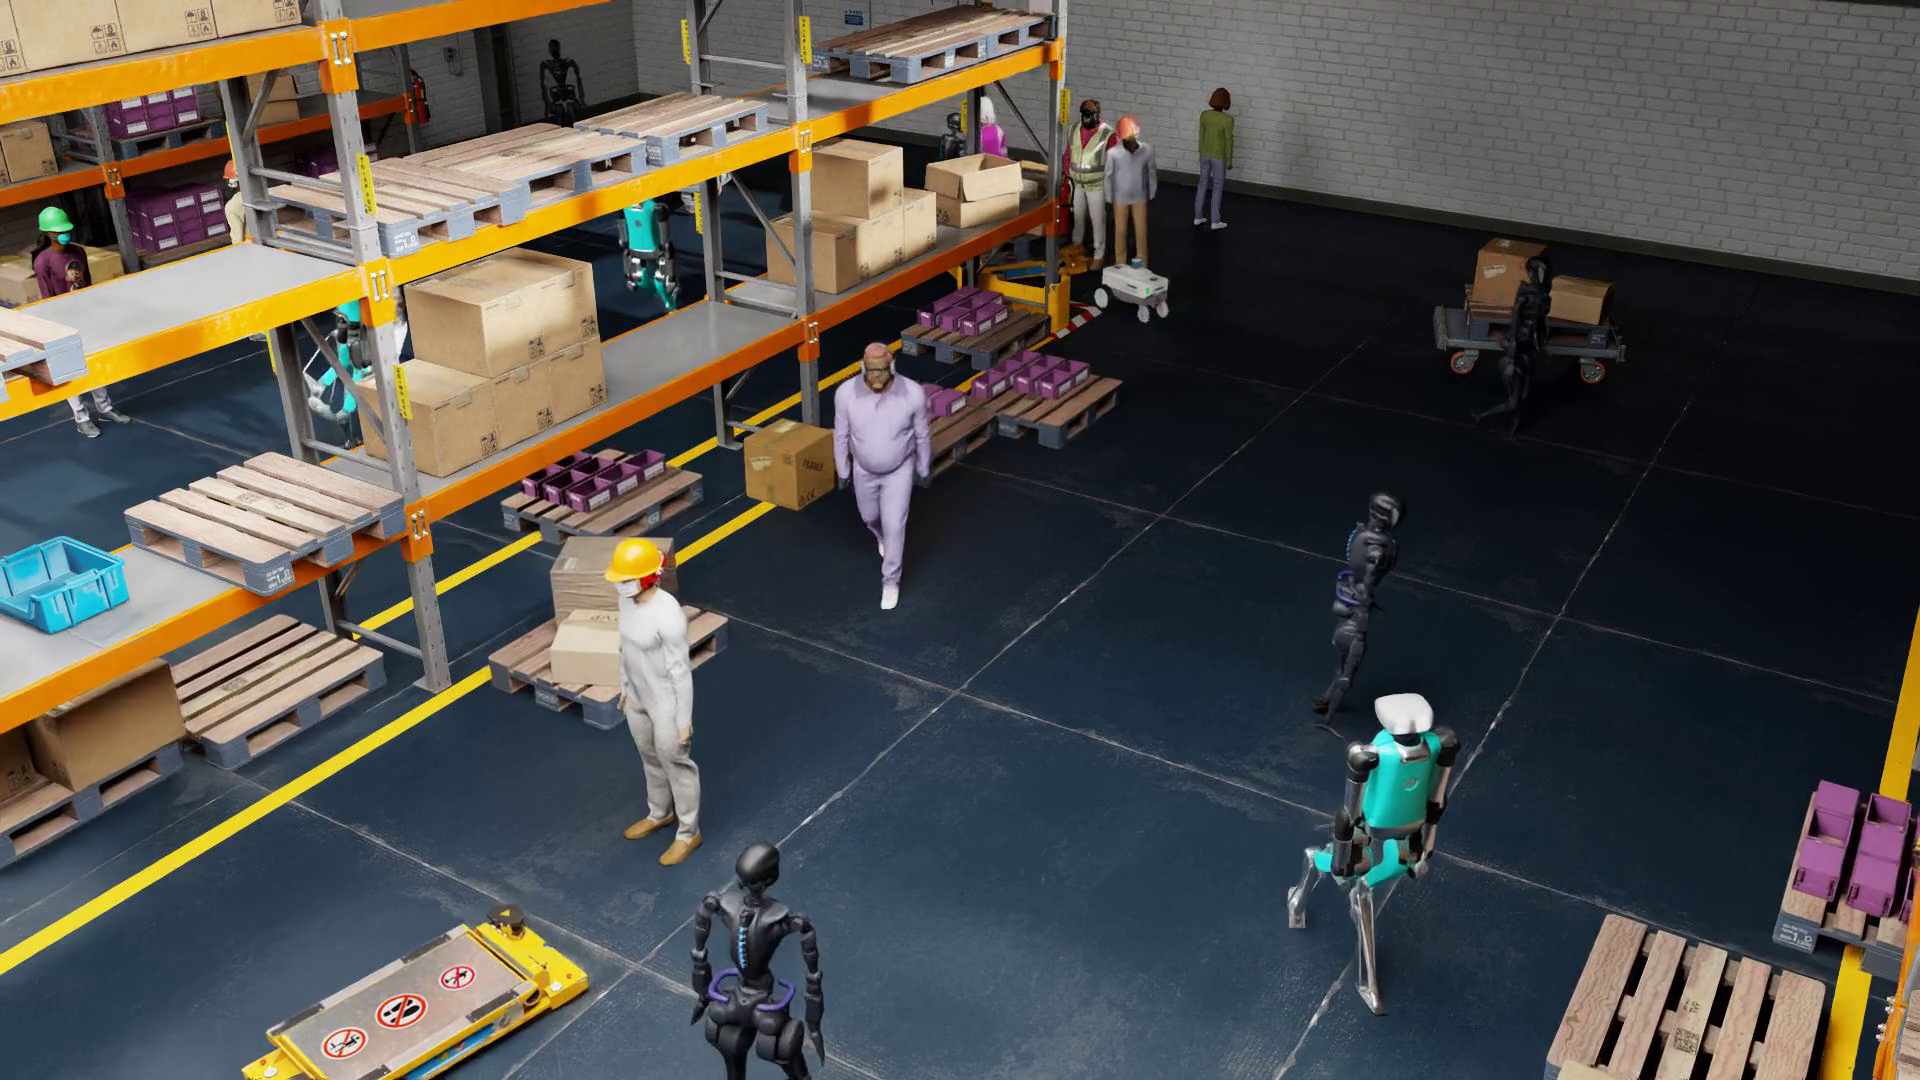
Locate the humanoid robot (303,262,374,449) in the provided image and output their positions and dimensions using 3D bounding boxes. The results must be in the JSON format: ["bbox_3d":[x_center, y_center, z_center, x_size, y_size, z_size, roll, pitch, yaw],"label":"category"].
[{"bbox_3d":[-5.067,-1.428,13.518,0.728,1.900,0.551,-22,34,-37],"label":"humanoid robot"}]

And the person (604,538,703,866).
[{"bbox_3d":[-1.616,0.838,8.766,0.566,1.889,0.383,24,36,39],"label":"person"}]

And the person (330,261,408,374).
[{"bbox_3d":[-5.250,-2.213,14.734,0.664,1.919,0.468,7,28,13],"label":"person"}]

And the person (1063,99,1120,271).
[{"bbox_3d":[1.391,-3.854,18.055,0.634,1.841,0.429,16,31,28],"label":"person"}]

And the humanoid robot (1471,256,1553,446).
[{"bbox_3d":[4.616,-1.582,13.760,0.448,1.647,0.600,24,35,39],"label":"humanoid robot"}]

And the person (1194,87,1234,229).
[{"bbox_3d":[2.993,-4.484,19.535,0.286,1.627,0.496,-23,35,-38],"label":"person"}]

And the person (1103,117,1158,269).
[{"bbox_3d":[1.823,-3.675,17.843,0.595,1.720,0.345,-2,27,-3],"label":"person"}]

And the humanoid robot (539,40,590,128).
[{"bbox_3d":[-5.268,-5.875,22.255,0.603,1.640,0.487,-2,27,-4],"label":"humanoid robot"}]

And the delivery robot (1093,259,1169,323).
[{"bbox_3d":[1.778,-2.571,16.928,0.499,0.576,0.751,-20,33,-34],"label":"delivery robot"}]

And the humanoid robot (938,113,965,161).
[{"bbox_3d":[-0.132,-3.870,18.277,0.353,1.645,0.601,-13,30,-23],"label":"humanoid robot"}]

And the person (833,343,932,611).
[{"bbox_3d":[-0.527,-0.539,11.504,0.663,1.869,0.885,3,27,6],"label":"person"}]

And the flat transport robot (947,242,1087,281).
[{"bbox_3d":[0.604,-3.011,18.131,1.431,0.231,0.659,-10,29,-19],"label":"flat transport robot"}]

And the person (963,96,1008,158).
[{"bbox_3d":[0.214,-3.949,18.250,0.539,1.817,0.733,-15,31,-28],"label":"person"}]

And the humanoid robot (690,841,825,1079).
[{"bbox_3d":[-0.845,1.949,6.834,0.608,1.641,0.484,7,28,14],"label":"humanoid robot"}]

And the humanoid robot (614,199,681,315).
[{"bbox_3d":[-2.815,-2.589,15.715,0.546,1.794,0.912,7,28,13],"label":"humanoid robot"}]

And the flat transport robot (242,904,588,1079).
[{"bbox_3d":[-2.528,2.240,7.783,0.659,0.231,1.431,23,35,38],"label":"flat transport robot"}]

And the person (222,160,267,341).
[{"bbox_3d":[-6.832,-2.795,16.064,0.339,1.749,0.567,9,28,16],"label":"person"}]

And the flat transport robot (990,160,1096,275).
[{"bbox_3d":[0.792,-3.262,18.625,1.431,0.231,0.659,22,34,36],"label":"flat transport robot"}]

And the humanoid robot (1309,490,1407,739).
[{"bbox_3d":[2.336,0.417,9.819,0.405,1.636,0.602,5,27,10],"label":"humanoid robot"}]

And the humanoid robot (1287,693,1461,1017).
[{"bbox_3d":[1.875,1.335,7.956,0.543,1.760,0.968,-7,28,-14],"label":"humanoid robot"}]

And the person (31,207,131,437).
[{"bbox_3d":[-7.436,-1.849,13.986,0.426,1.949,0.498,10,29,19],"label":"person"}]
